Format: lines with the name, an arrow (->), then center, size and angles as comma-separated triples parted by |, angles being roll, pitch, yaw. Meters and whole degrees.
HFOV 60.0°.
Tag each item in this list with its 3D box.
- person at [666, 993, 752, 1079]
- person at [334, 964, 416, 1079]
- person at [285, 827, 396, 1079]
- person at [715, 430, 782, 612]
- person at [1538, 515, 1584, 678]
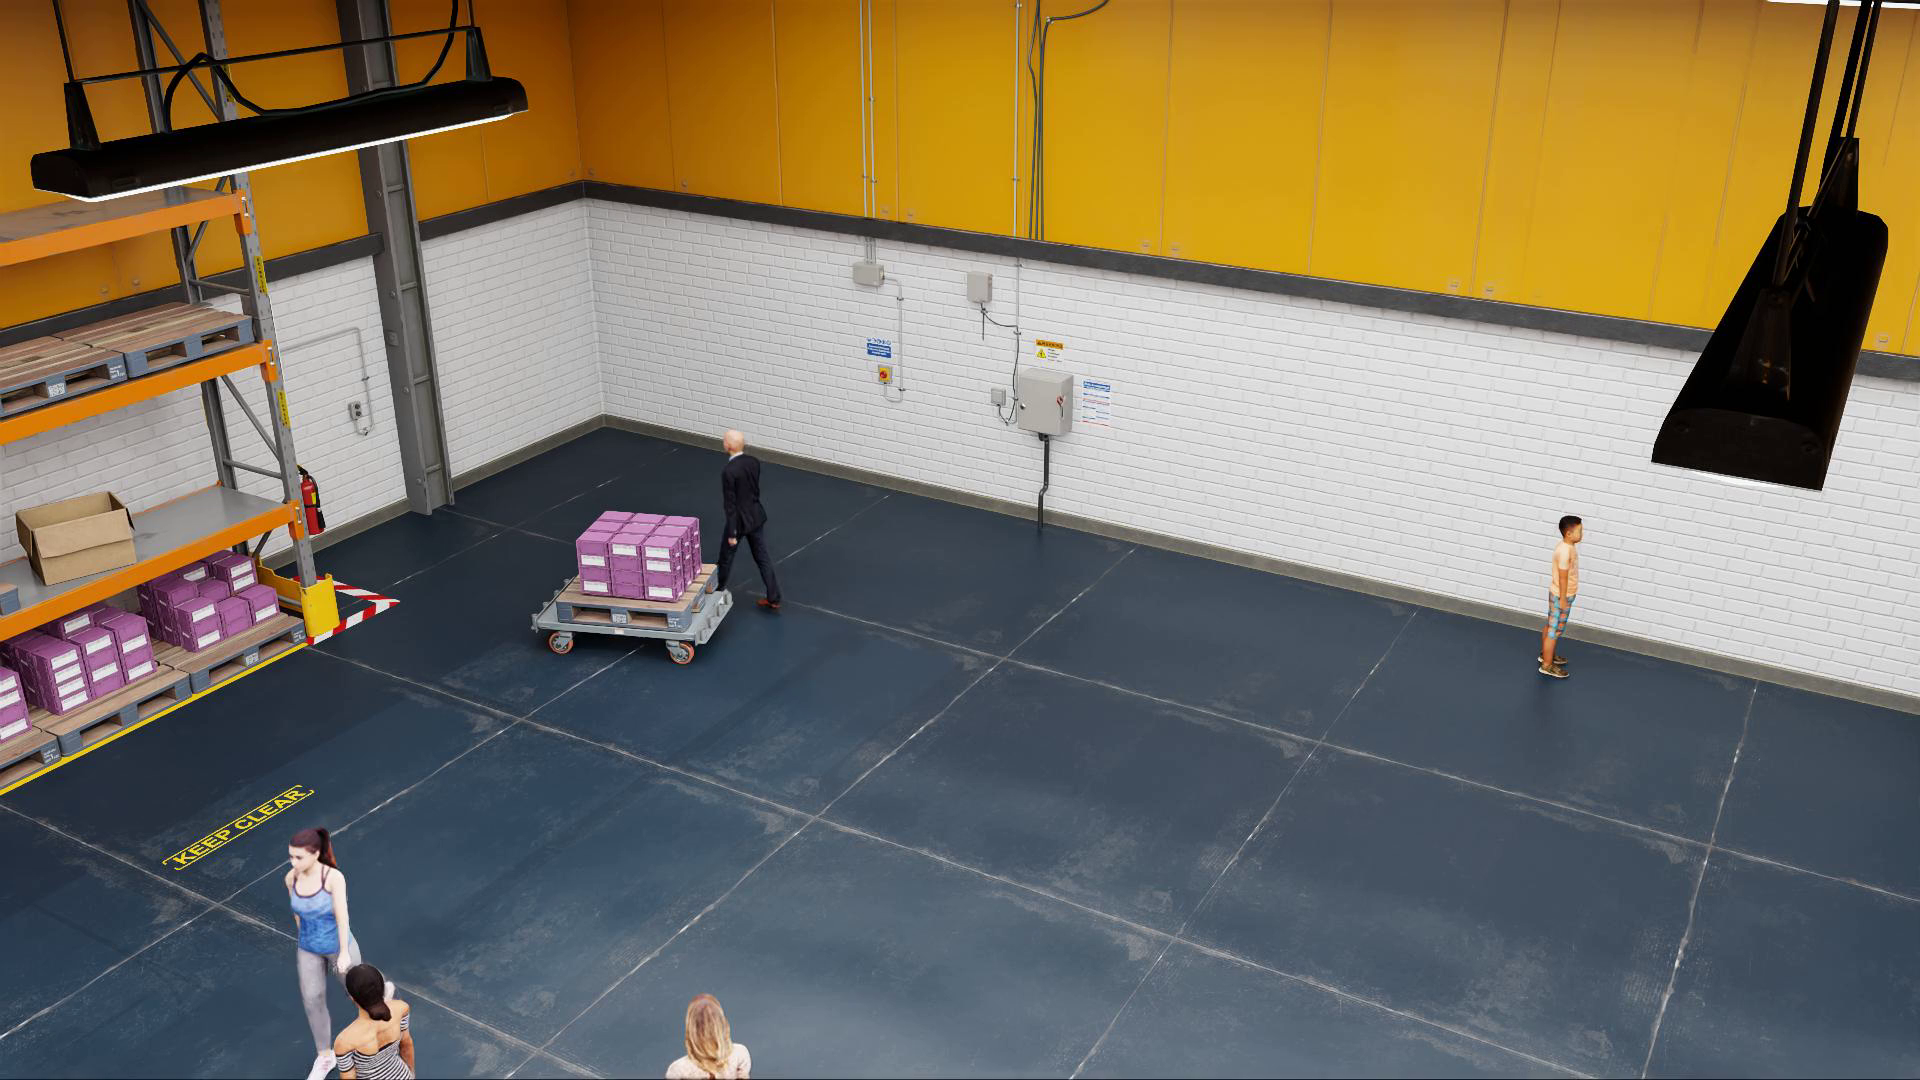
person -> -1.223, 3.034, 8.279 | 0.627, 1.811, 0.709 | -9, 25, -19
person -> -2.920, 2.929, 8.505 | 0.667, 1.822, 0.478 | 15, 28, 31
person -> -3.743, 2.413, 9.978 | 0.779, 1.587, 1.081 | 4, 24, 10
person -> -1.960, -0.135, 15.600 | 0.873, 1.753, 1.136 | 16, 28, 32
person -> 5.272, 0.466, 14.591 | 0.623, 1.460, 0.489 | 7, 25, 16
